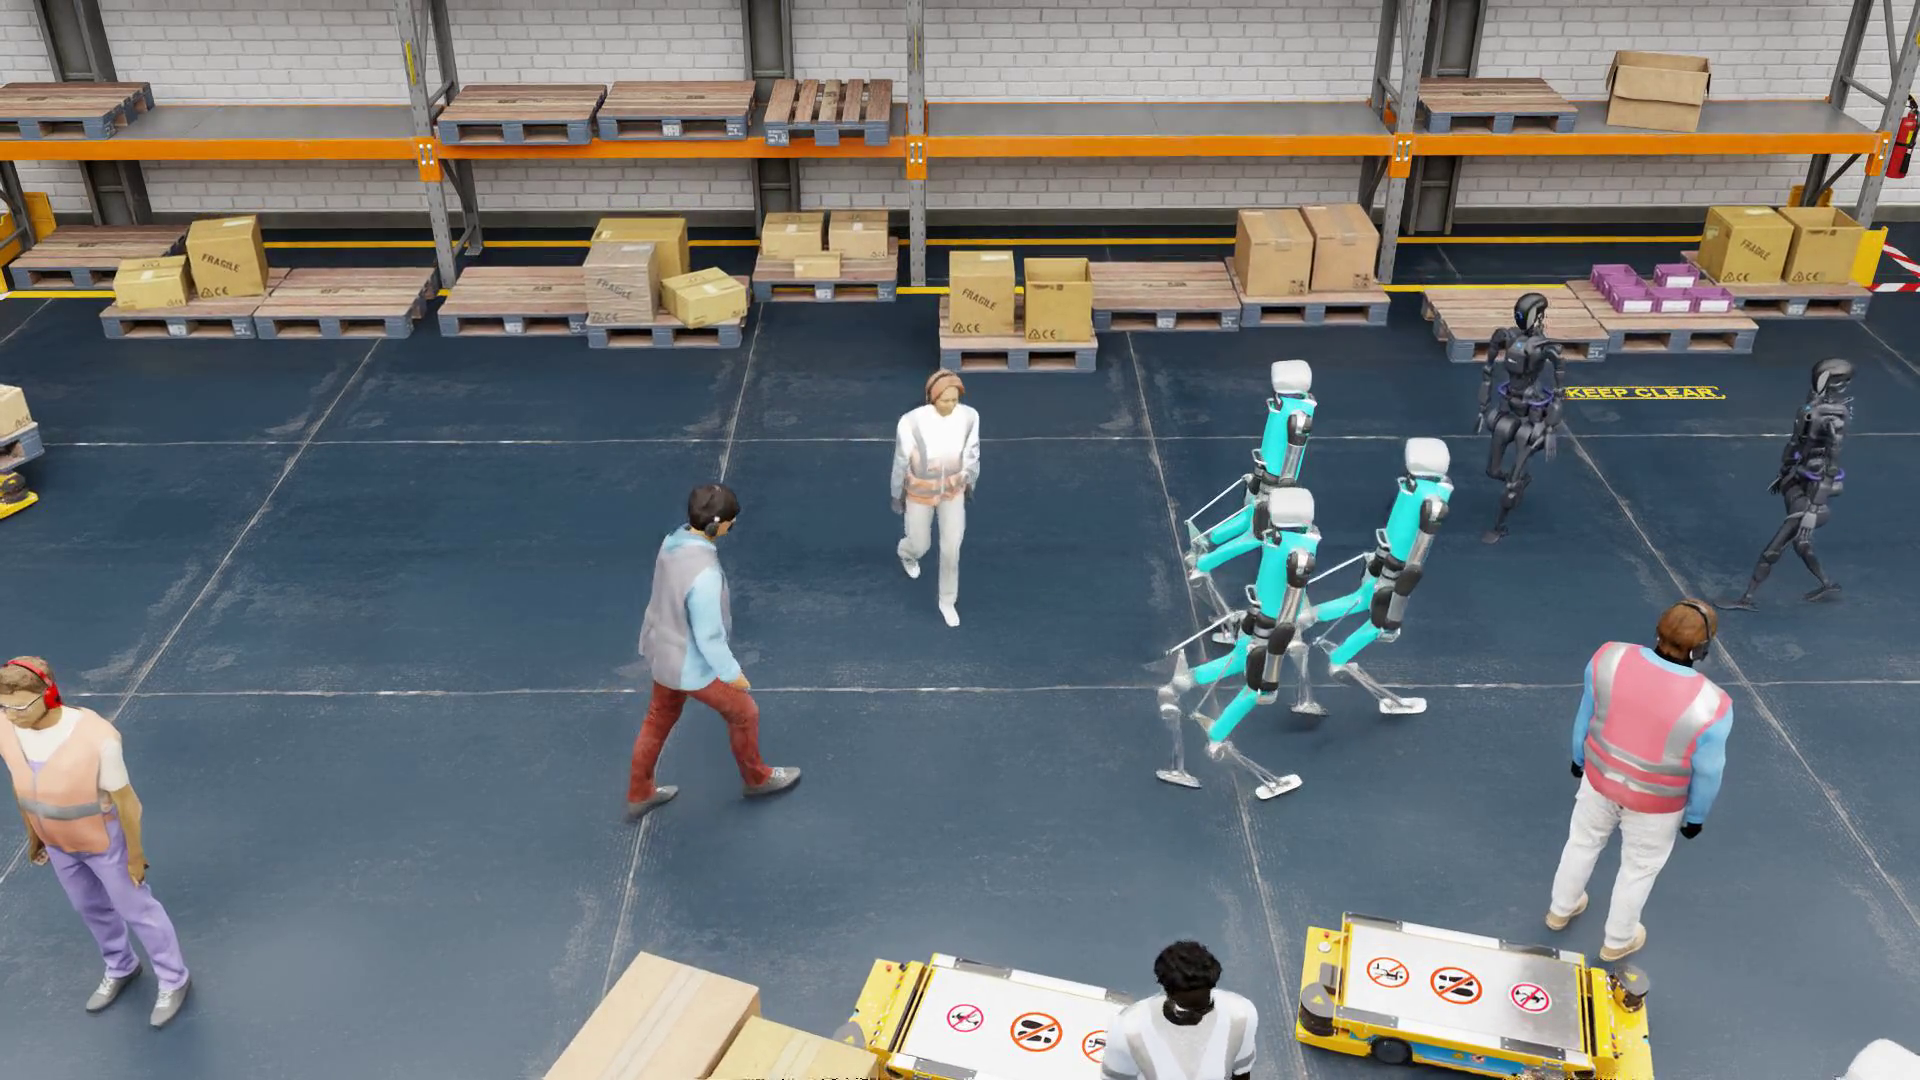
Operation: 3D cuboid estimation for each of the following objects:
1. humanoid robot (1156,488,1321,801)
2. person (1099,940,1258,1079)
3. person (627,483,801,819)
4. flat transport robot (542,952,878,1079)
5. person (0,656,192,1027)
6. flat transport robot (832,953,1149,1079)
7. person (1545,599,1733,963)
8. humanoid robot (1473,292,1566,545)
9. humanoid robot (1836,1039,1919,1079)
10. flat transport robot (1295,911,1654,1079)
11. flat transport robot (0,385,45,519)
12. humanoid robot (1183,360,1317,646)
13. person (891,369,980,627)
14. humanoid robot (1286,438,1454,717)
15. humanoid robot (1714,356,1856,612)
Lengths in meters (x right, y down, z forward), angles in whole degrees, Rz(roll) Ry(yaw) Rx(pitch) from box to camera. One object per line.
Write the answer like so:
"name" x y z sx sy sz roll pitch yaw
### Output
"humanoid robot" 1.261 0.554 8.092 0.942 1.756 0.540 0 31 -1
"person" 0.721 1.941 5.810 0.538 1.668 0.649 -6 32 -10
"person" -1.218 0.560 7.984 0.969 1.802 0.547 -17 35 -26
"flat transport robot" -0.921 2.580 6.116 0.659 0.231 1.431 11 33 18
"person" -3.586 1.219 6.859 0.562 1.836 0.377 8 32 13
"flat transport robot" 0.231 2.107 6.904 1.431 0.231 0.659 8 32 14
"person" 2.922 1.044 7.159 0.430 1.831 0.638 -27 40 -37
"humanoid robot" 3.543 -0.786 10.365 0.569 1.643 0.596 -23 38 -33
"humanoid robot" 2.910 2.388 5.112 0.812 1.882 0.559 23 38 33
"flat transport robot" 2.187 1.989 7.099 1.431 0.231 0.659 8 32 13
"flat transport robot" -6.864 -0.341 10.979 1.431 0.231 0.659 15 34 23
"humanoid robot" 1.527 -0.194 9.209 0.746 1.691 0.531 0 31 -1
"person" -0.169 -0.310 9.611 0.541 1.609 0.576 -11 33 -17
"humanoid robot" 2.006 0.282 8.544 0.996 1.744 0.558 1 31 2
"humanoid robot" 4.913 -0.297 9.586 0.766 1.637 0.608 3 31 5
